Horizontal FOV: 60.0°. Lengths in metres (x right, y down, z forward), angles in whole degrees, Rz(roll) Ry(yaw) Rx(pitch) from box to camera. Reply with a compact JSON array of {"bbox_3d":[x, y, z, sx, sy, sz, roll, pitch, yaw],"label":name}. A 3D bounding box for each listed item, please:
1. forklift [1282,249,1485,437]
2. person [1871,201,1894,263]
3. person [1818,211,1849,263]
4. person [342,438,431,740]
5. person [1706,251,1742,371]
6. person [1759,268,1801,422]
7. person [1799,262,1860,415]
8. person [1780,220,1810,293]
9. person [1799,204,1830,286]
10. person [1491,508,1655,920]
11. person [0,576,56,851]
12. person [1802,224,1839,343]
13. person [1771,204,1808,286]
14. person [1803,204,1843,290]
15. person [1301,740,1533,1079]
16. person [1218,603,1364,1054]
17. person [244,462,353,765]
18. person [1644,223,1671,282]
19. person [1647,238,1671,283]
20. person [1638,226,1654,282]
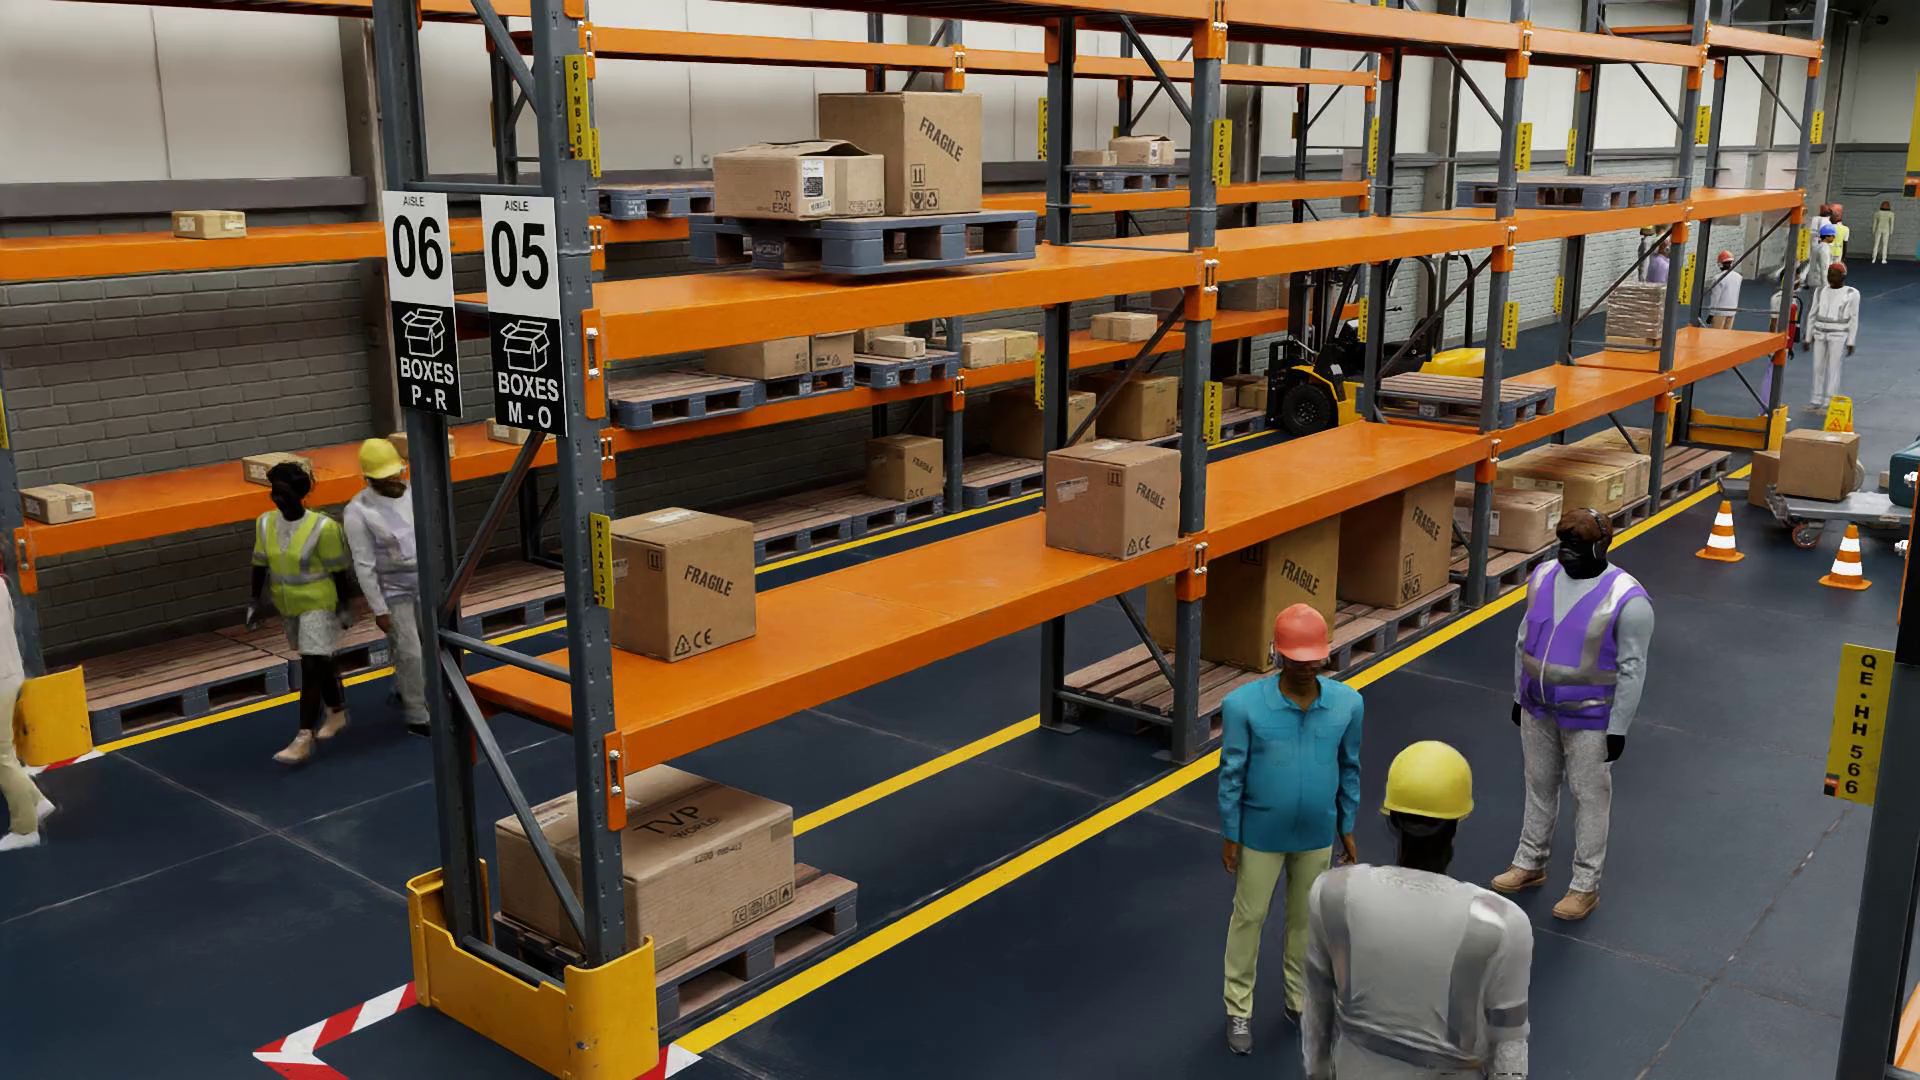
[{"bbox_3d":[4.886,-2.214,18.767,2.313,2.155,1.214,11,18,38],"label":"forklift"},{"bbox_3d":[24.528,-8.183,44.228,0.500,1.633,0.282,9,17,33],"label":"person"},{"bbox_3d":[17.822,-5.788,34.032,0.563,1.847,0.392,6,15,22],"label":"person"},{"bbox_3d":[-3.174,0.282,9.451,0.435,1.798,0.620,6,15,23],"label":"person"},{"bbox_3d":[11.085,-3.329,24.221,0.564,1.748,0.339,-7,16,-27],"label":"person"},{"bbox_3d":[9.840,-2.329,19.903,0.512,1.873,0.329,-12,18,-39],"label":"person"},{"bbox_3d":[10.725,-2.483,20.509,0.342,1.883,0.586,-9,17,-33],"label":"person"},{"bbox_3d":[17.964,-6.083,35.763,0.875,1.590,0.536,-8,16,-29],"label":"person"},{"bbox_3d":[19.332,-6.665,37.640,0.913,1.853,0.590,-3,14,-14],"label":"person"},{"bbox_3d":[2.705,0.758,7.395,0.429,1.844,0.626,-9,16,-32],"label":"person"},{"bbox_3d":[-4.671,0.729,7.972,0.353,1.607,0.519,-4,14,-14],"label":"person"},{"bbox_3d":[14.241,-4.243,27.532,0.389,1.949,0.604,3,14,11],"label":"person"},{"bbox_3d":[18.717,-6.647,37.510,0.645,1.861,0.631,0,14,1],"label":"person"},{"bbox_3d":[19.040,-6.447,36.658,0.633,1.887,0.475,11,18,38],"label":"person"},{"bbox_3d":[1.188,1.456,4.396,0.622,1.910,0.437,9,16,32],"label":"person"},{"bbox_3d":[1.245,1.080,6.261,0.564,1.752,0.339,-2,14,-8],"label":"person"},{"bbox_3d":[-3.699,0.398,9.214,0.547,1.661,0.814,5,15,20],"label":"person"},{"bbox_3d":[12.442,-4.743,29.666,0.337,1.933,0.691,11,17,37],"label":"person"},{"bbox_3d":[10.414,-3.535,24.778,0.398,1.899,0.649,4,14,16],"label":"person"},{"bbox_3d":[13.266,-5.314,32.320,0.295,1.743,0.493,7,15,25],"label":"person"}]
